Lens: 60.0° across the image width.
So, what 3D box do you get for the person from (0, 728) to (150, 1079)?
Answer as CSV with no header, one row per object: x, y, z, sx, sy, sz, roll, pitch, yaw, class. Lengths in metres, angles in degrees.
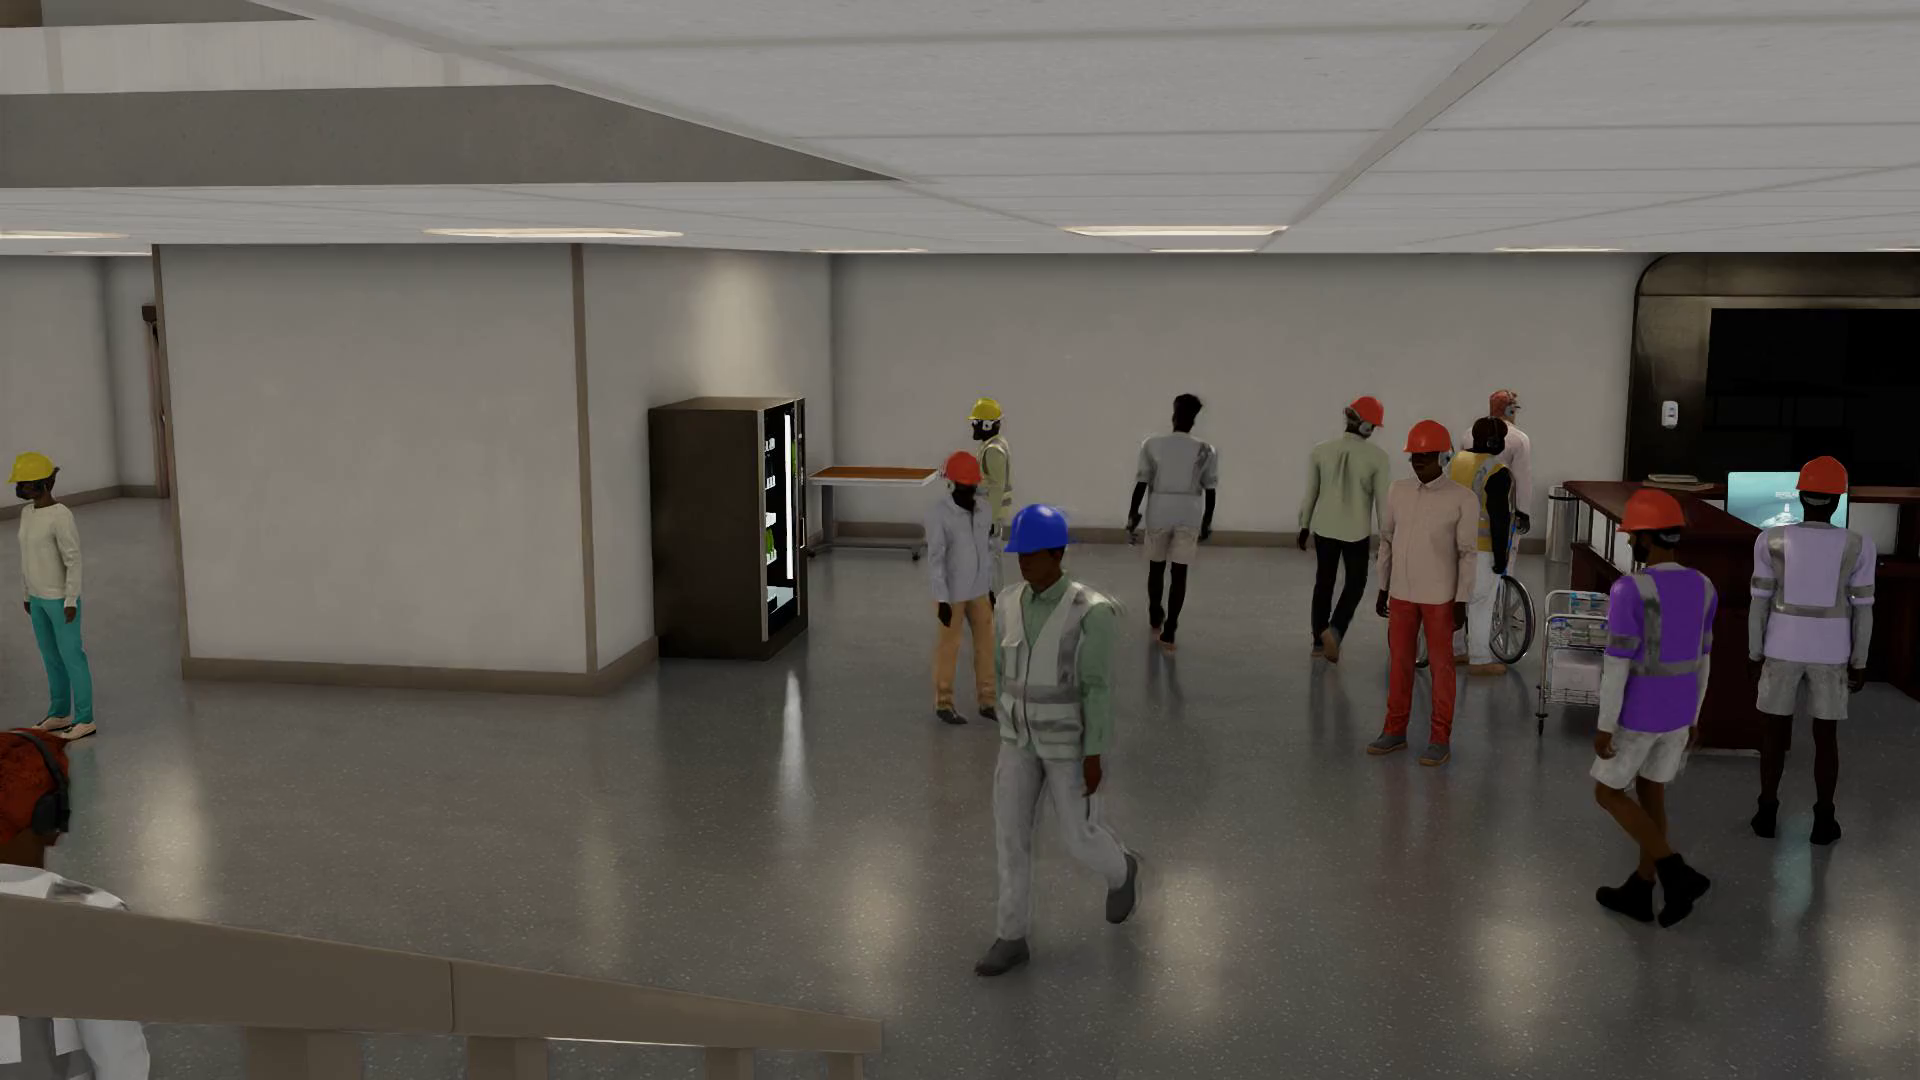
-2.029,1.335,3.634,0.575,1.875,0.355,2,9,11,person

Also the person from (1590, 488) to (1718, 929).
3.004,0.745,7.131,0.577,1.912,0.605,-4,10,-24,person

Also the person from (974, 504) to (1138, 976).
0.411,0.788,6.858,0.607,1.920,0.820,7,12,37,person

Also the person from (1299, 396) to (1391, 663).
2.744,-0.061,11.999,0.695,1.951,0.653,6,11,32,person

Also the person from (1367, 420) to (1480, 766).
2.682,0.299,9.638,0.608,1.995,0.376,9,13,43,person

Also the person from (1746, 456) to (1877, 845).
4.223,0.546,8.291,0.551,1.936,0.357,5,10,28,person

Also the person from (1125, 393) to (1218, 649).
1.628,-0.170,12.775,0.685,1.909,0.942,2,9,9,person

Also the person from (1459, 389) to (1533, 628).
4.308,-0.252,13.318,0.403,1.904,0.651,-6,11,-34,person

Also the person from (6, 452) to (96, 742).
-5.519,0.345,10.068,0.533,1.765,0.321,6,11,33,person

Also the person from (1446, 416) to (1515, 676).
3.675,0.039,11.753,0.430,1.838,0.625,-3,10,-19,person

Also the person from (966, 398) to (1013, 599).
0.219,-0.227,13.382,0.404,1.831,0.601,0,9,-1,person

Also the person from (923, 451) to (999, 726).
0.080,0.318,10.350,0.581,1.731,0.624,-9,13,-42,person
